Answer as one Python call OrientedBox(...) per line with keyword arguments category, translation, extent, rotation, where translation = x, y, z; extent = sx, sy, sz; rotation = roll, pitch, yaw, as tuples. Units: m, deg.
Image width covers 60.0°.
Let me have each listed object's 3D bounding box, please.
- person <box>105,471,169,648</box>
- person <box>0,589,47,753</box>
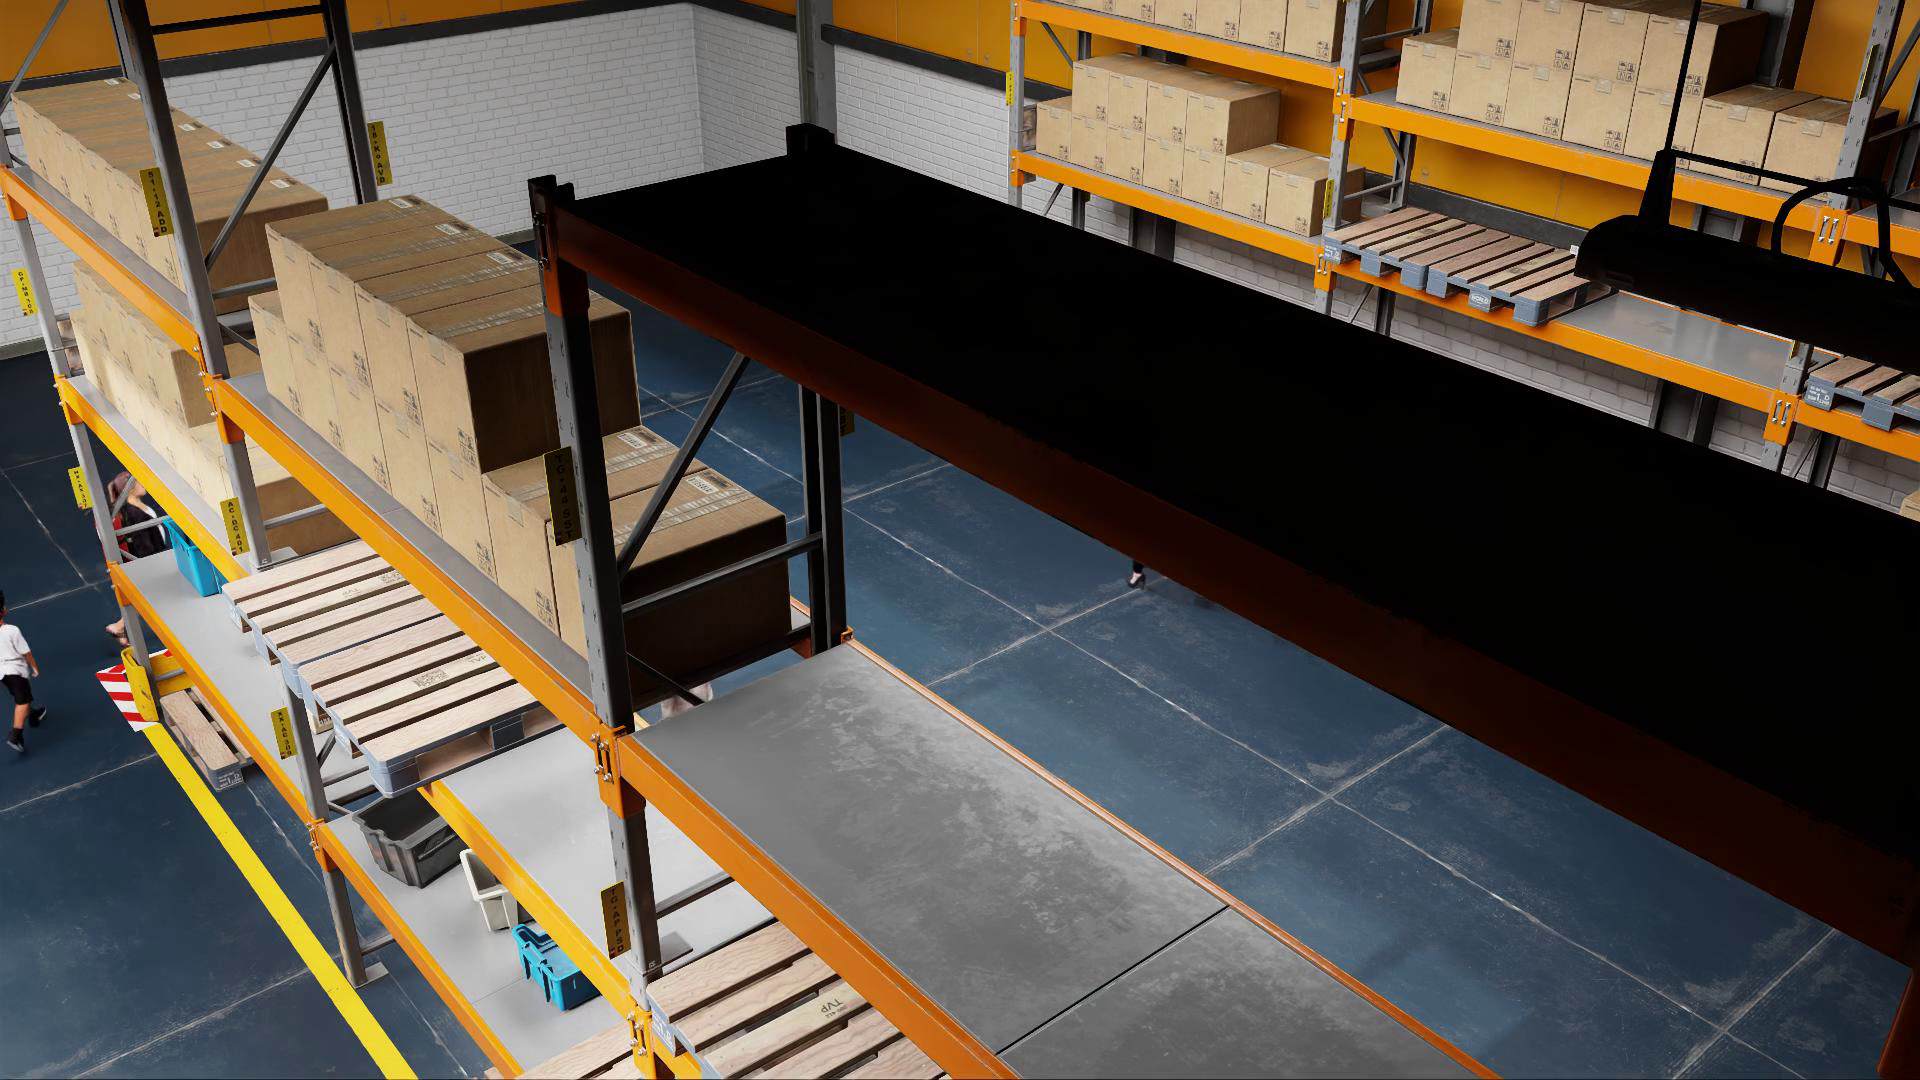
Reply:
OrientedBox(category="person", translation=(-6.676, 0.168, 13.522), extent=(0.726, 1.534, 0.958), rotation=(-15, 32, -25))
OrientedBox(category="person", translation=(-7.081, 0.977, 12.348), extent=(0.809, 1.239, 0.927), rotation=(-1, 29, -2))
